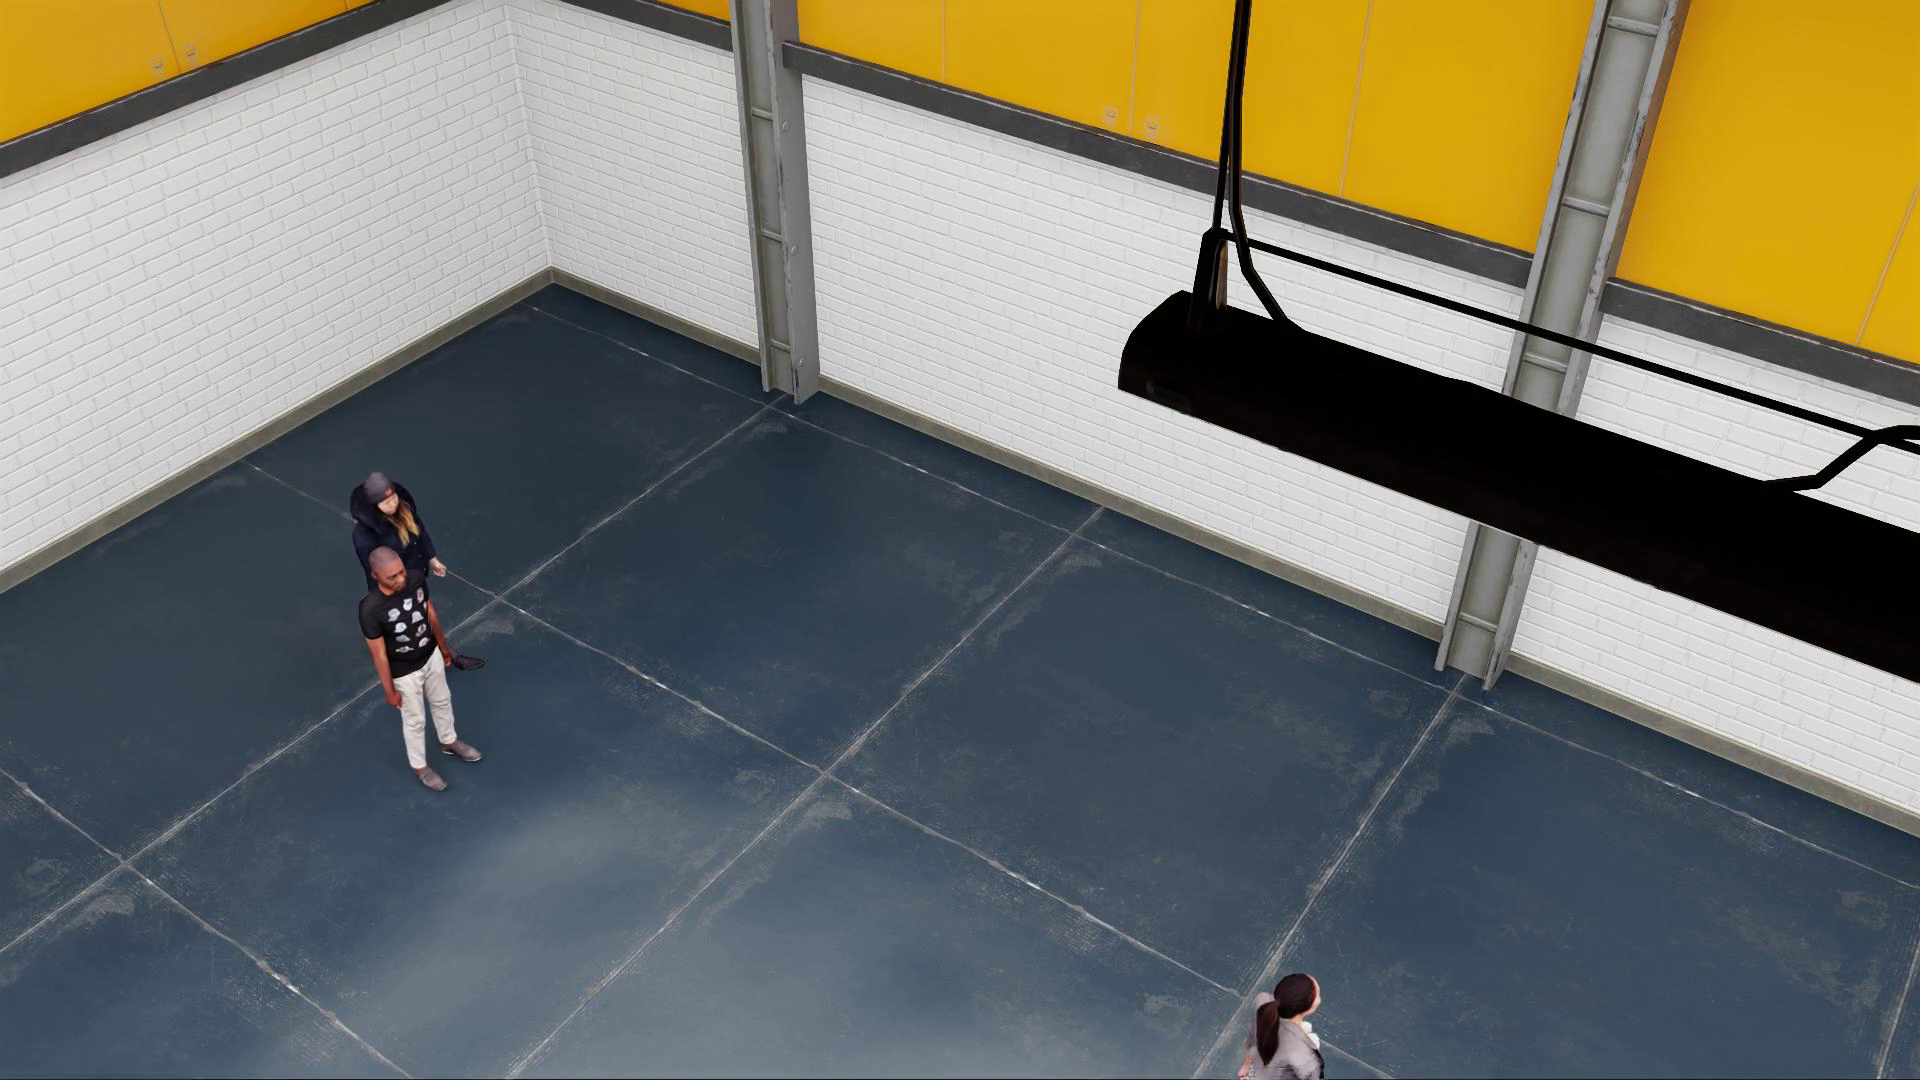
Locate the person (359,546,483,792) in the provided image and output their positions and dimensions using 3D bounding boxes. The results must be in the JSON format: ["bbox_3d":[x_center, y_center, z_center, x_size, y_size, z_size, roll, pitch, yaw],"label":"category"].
[{"bbox_3d":[-3.333,0.741,10.103,0.620,1.802,0.676,20,43,23],"label":"person"}]

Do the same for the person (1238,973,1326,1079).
[{"bbox_3d":[1.409,2.665,7.839,1.109,1.620,1.107,-10,40,-12],"label":"person"}]

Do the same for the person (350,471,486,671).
[{"bbox_3d":[-3.747,0.221,10.897,1.167,1.623,0.926,8,39,10],"label":"person"}]
